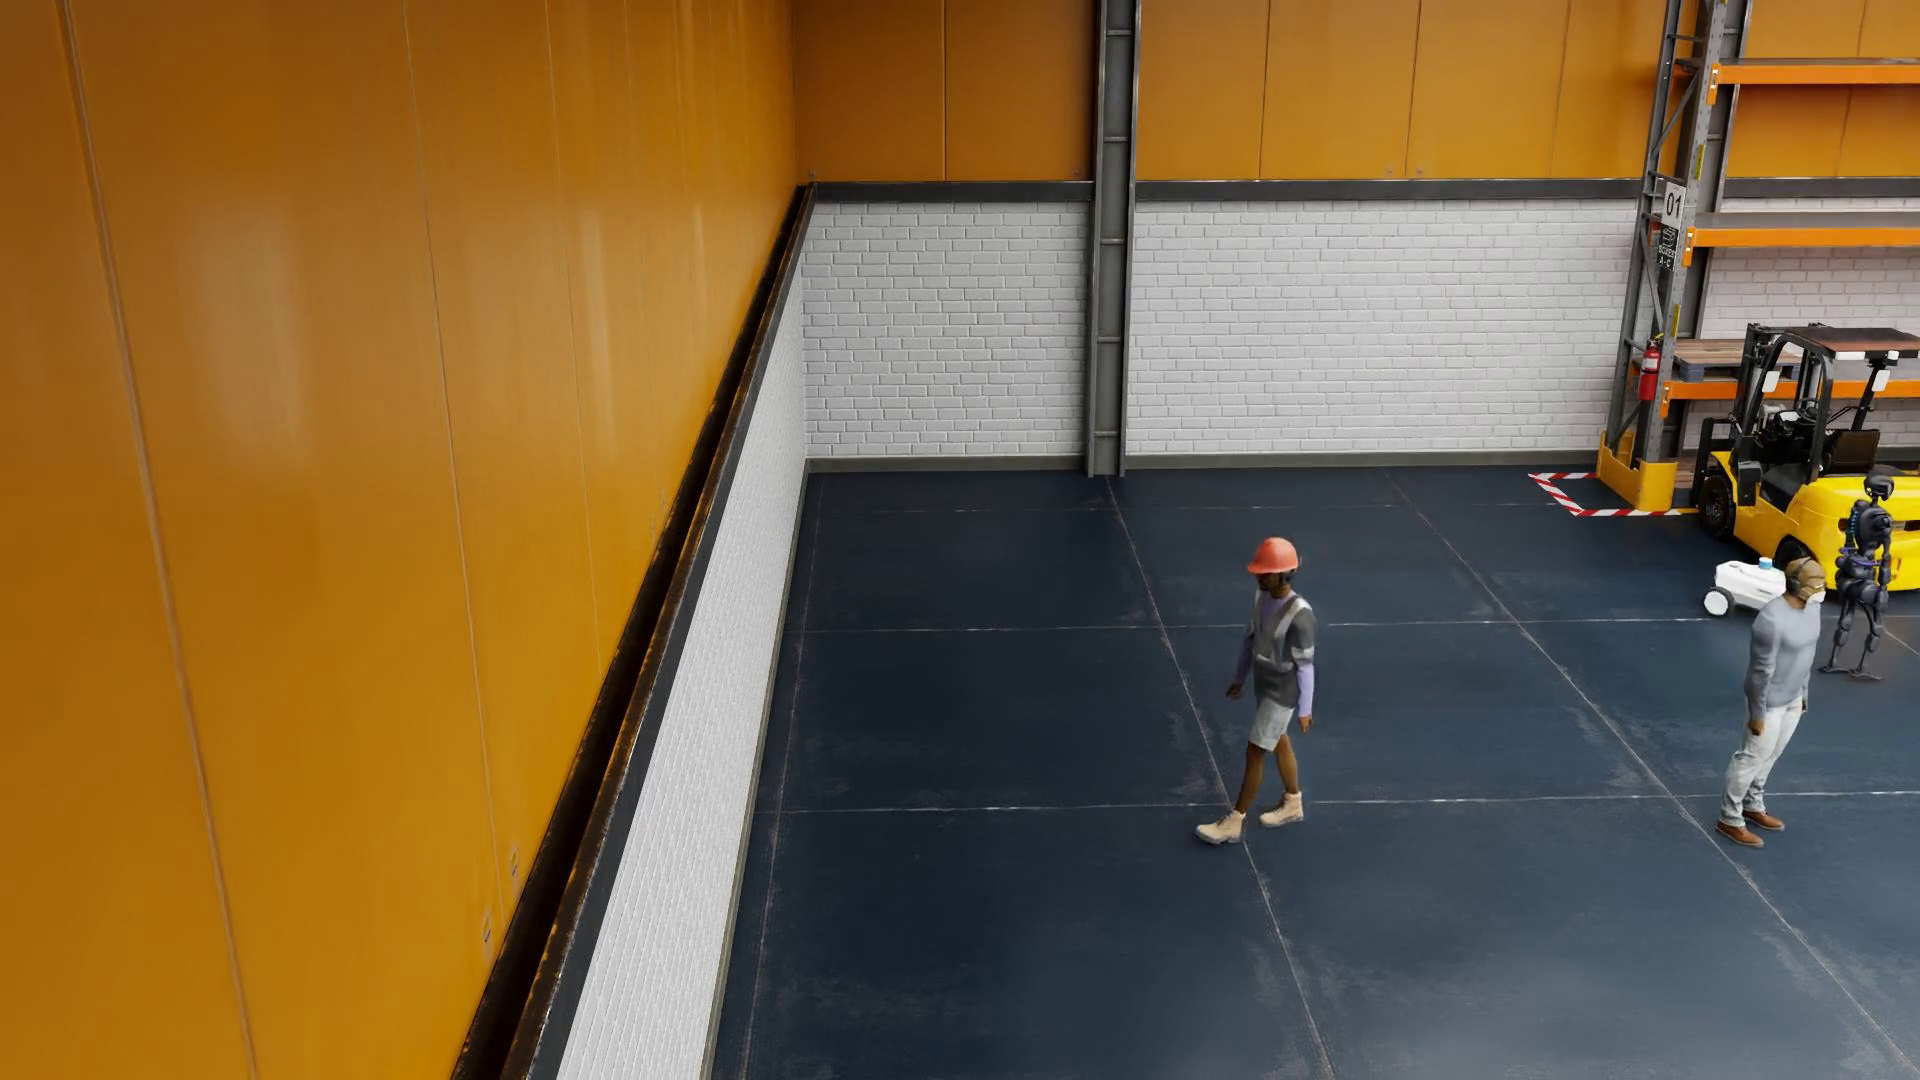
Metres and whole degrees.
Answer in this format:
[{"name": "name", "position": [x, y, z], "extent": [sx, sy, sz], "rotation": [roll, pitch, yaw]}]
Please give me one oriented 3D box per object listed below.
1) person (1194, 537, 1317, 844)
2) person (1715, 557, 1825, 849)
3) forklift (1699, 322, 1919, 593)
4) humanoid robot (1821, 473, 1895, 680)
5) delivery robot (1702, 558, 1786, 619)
[{"name": "person", "position": [1.856, 0.948, 10.471], "extent": [0.919, 2.007, 0.622], "rotation": [-5, 21, -14]}, {"name": "person", "position": [5.113, 1.003, 10.439], "extent": [0.626, 1.933, 0.362], "rotation": [-15, 25, -35]}, {"name": "forklift", "position": [7.809, -0.792, 14.926], "extent": [1.214, 2.155, 2.313], "rotation": [-1, 20, -2]}, {"name": "humanoid robot", "position": [6.937, 0.270, 12.780], "extent": [0.352, 1.656, 0.586], "rotation": [-1, 20, -4]}, {"name": "delivery robot", "position": [6.703, 0.432, 13.943], "extent": [0.499, 0.577, 0.769], "rotation": [-14, 24, -33]}]
